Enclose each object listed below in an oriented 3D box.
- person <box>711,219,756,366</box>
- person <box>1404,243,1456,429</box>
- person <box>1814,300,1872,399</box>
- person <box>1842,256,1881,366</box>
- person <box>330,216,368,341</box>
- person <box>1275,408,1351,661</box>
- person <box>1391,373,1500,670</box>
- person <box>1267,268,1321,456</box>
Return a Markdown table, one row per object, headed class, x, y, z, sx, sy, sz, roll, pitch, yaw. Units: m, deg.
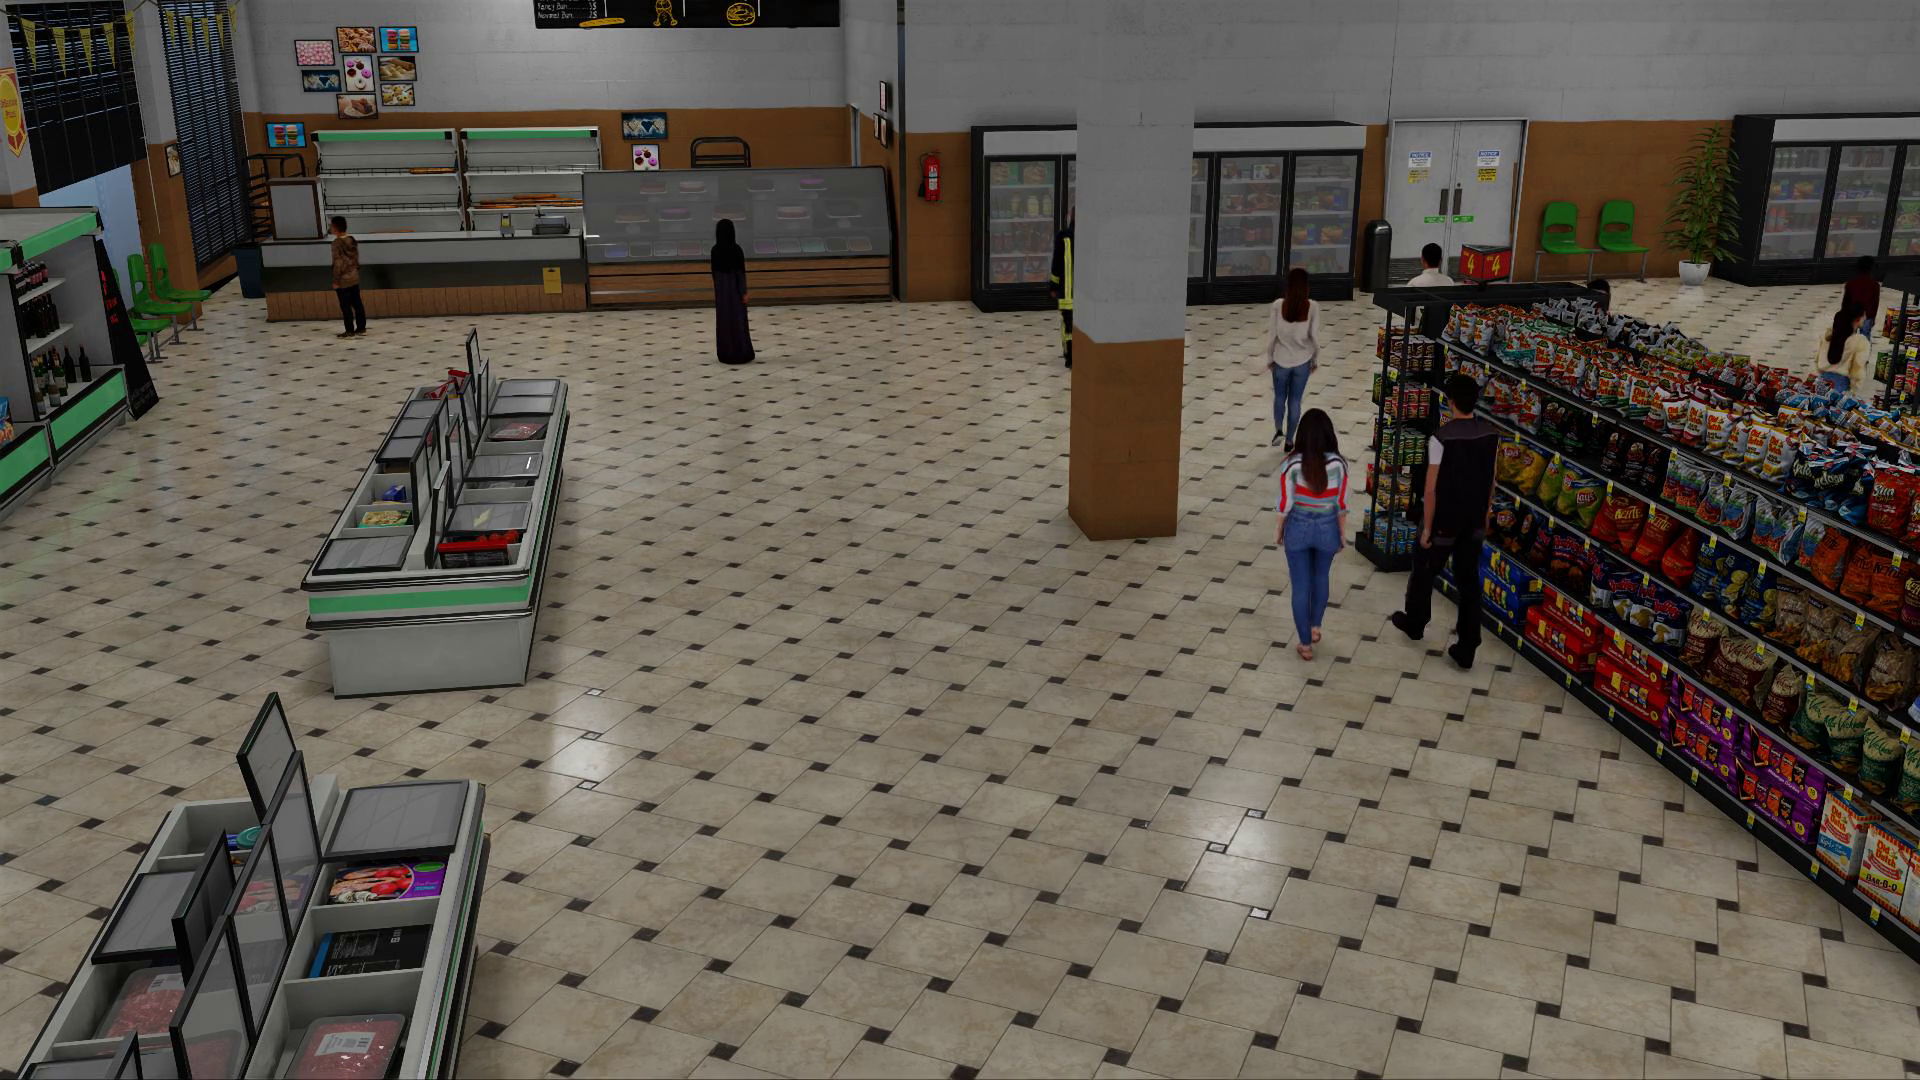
| class | x | y | z | sx | sy | sz | roll | pitch | yaw |
| --- | --- | --- | --- | --- | --- | --- | --- | --- | --- |
| person | -2.580 | -2.794 | 18.649 | 0.711 | 1.613 | 0.766 | 12 | 22 | 31 |
| person | 4.386 | -1.889 | 15.660 | 0.658 | 1.809 | 0.560 | -4 | 19 | -12 |
| person | 7.223 | -1.162 | 13.827 | 0.914 | 1.601 | 0.971 | -12 | 22 | -31 |
| person | 9.890 | -2.476 | 18.299 | 0.678 | 1.235 | 0.737 | 13 | 23 | 34 |
| person | -7.358 | -3.153 | 19.964 | 0.738 | 1.453 | 0.655 | 7 | 20 | 21 |
| person | 2.221 | -0.010 | 10.416 | 0.676 | 1.598 | 0.675 | 1 | 19 | 2 |
| person | 3.106 | -0.078 | 10.275 | 0.720 | 1.818 | 0.989 | -4 | 19 | -11 |
| person | 2.979 | -1.574 | 14.921 | 0.741 | 1.683 | 0.773 | 5 | 19 | 15 |
